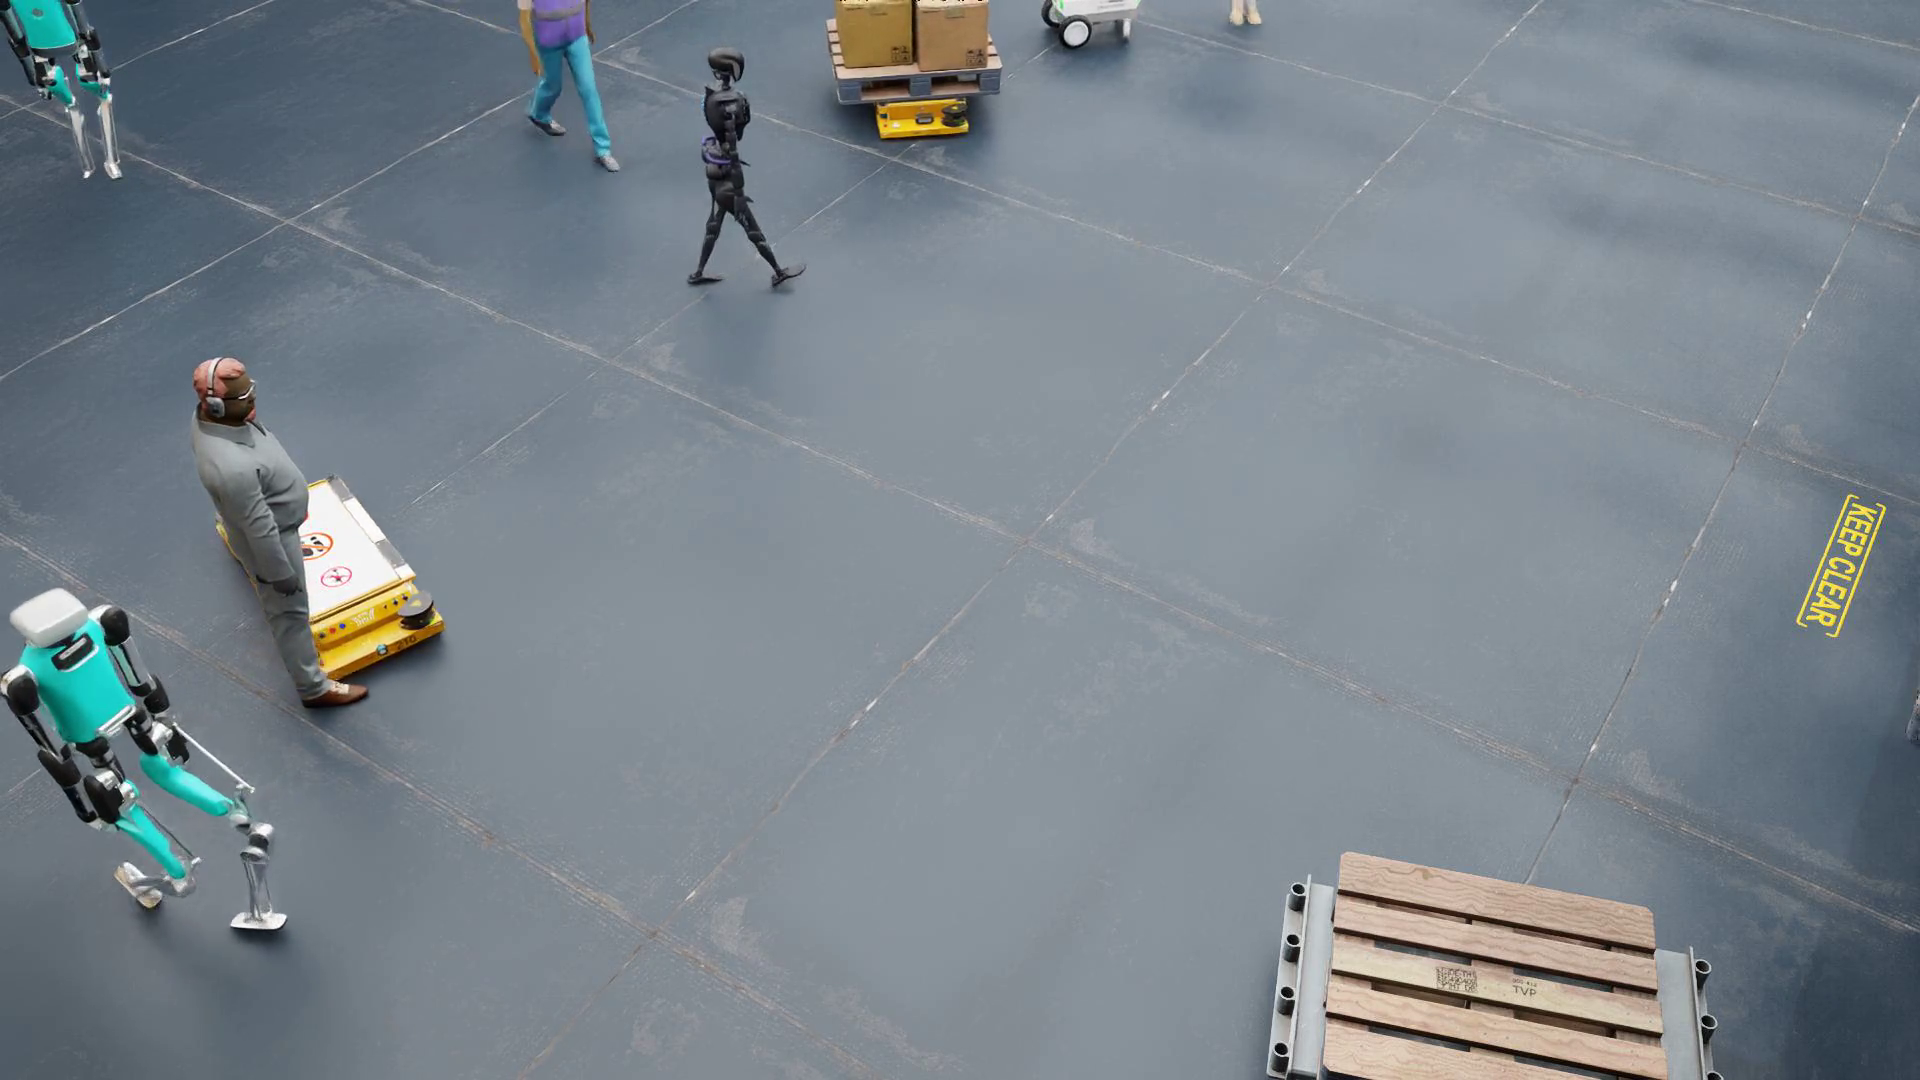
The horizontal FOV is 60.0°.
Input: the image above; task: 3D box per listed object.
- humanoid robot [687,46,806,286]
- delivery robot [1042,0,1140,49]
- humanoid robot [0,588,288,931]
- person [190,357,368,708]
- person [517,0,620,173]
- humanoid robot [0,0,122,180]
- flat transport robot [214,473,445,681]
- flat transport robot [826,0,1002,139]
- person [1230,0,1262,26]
[{"bbox_3d":[-1.396,-2.305,10.330,0.755,1.626,0.588,-10,43,-11],"label":"humanoid robot"},{"bbox_3d":[1.058,-4.306,13.385,0.767,0.596,0.524,-11,43,-12],"label":"delivery robot"},{"bbox_3d":[-3.154,0.985,6.609,1.012,1.746,0.537,19,45,20],"label":"humanoid robot"},{"bbox_3d":[-3.130,-0.032,7.591,0.402,1.905,0.641,-19,45,-20],"label":"person"},{"bbox_3d":[-2.806,-3.513,11.578,0.601,1.794,0.912,-29,49,-28],"label":"person"},{"bbox_3d":[-6.037,-3.225,11.312,0.533,1.789,0.812,-11,43,-12],"label":"humanoid robot"},{"bbox_3d":[-3.288,0.153,8.608,0.659,0.231,1.431,-27,49,-27],"label":"flat transport robot"},{"bbox_3d":[-0.360,-3.488,12.682,0.659,0.231,1.431,-6,42,-6],"label":"flat transport robot"},{"bbox_3d":[2.348,-4.964,13.166,0.592,1.841,0.479,-5,42,-5],"label":"person"}]
